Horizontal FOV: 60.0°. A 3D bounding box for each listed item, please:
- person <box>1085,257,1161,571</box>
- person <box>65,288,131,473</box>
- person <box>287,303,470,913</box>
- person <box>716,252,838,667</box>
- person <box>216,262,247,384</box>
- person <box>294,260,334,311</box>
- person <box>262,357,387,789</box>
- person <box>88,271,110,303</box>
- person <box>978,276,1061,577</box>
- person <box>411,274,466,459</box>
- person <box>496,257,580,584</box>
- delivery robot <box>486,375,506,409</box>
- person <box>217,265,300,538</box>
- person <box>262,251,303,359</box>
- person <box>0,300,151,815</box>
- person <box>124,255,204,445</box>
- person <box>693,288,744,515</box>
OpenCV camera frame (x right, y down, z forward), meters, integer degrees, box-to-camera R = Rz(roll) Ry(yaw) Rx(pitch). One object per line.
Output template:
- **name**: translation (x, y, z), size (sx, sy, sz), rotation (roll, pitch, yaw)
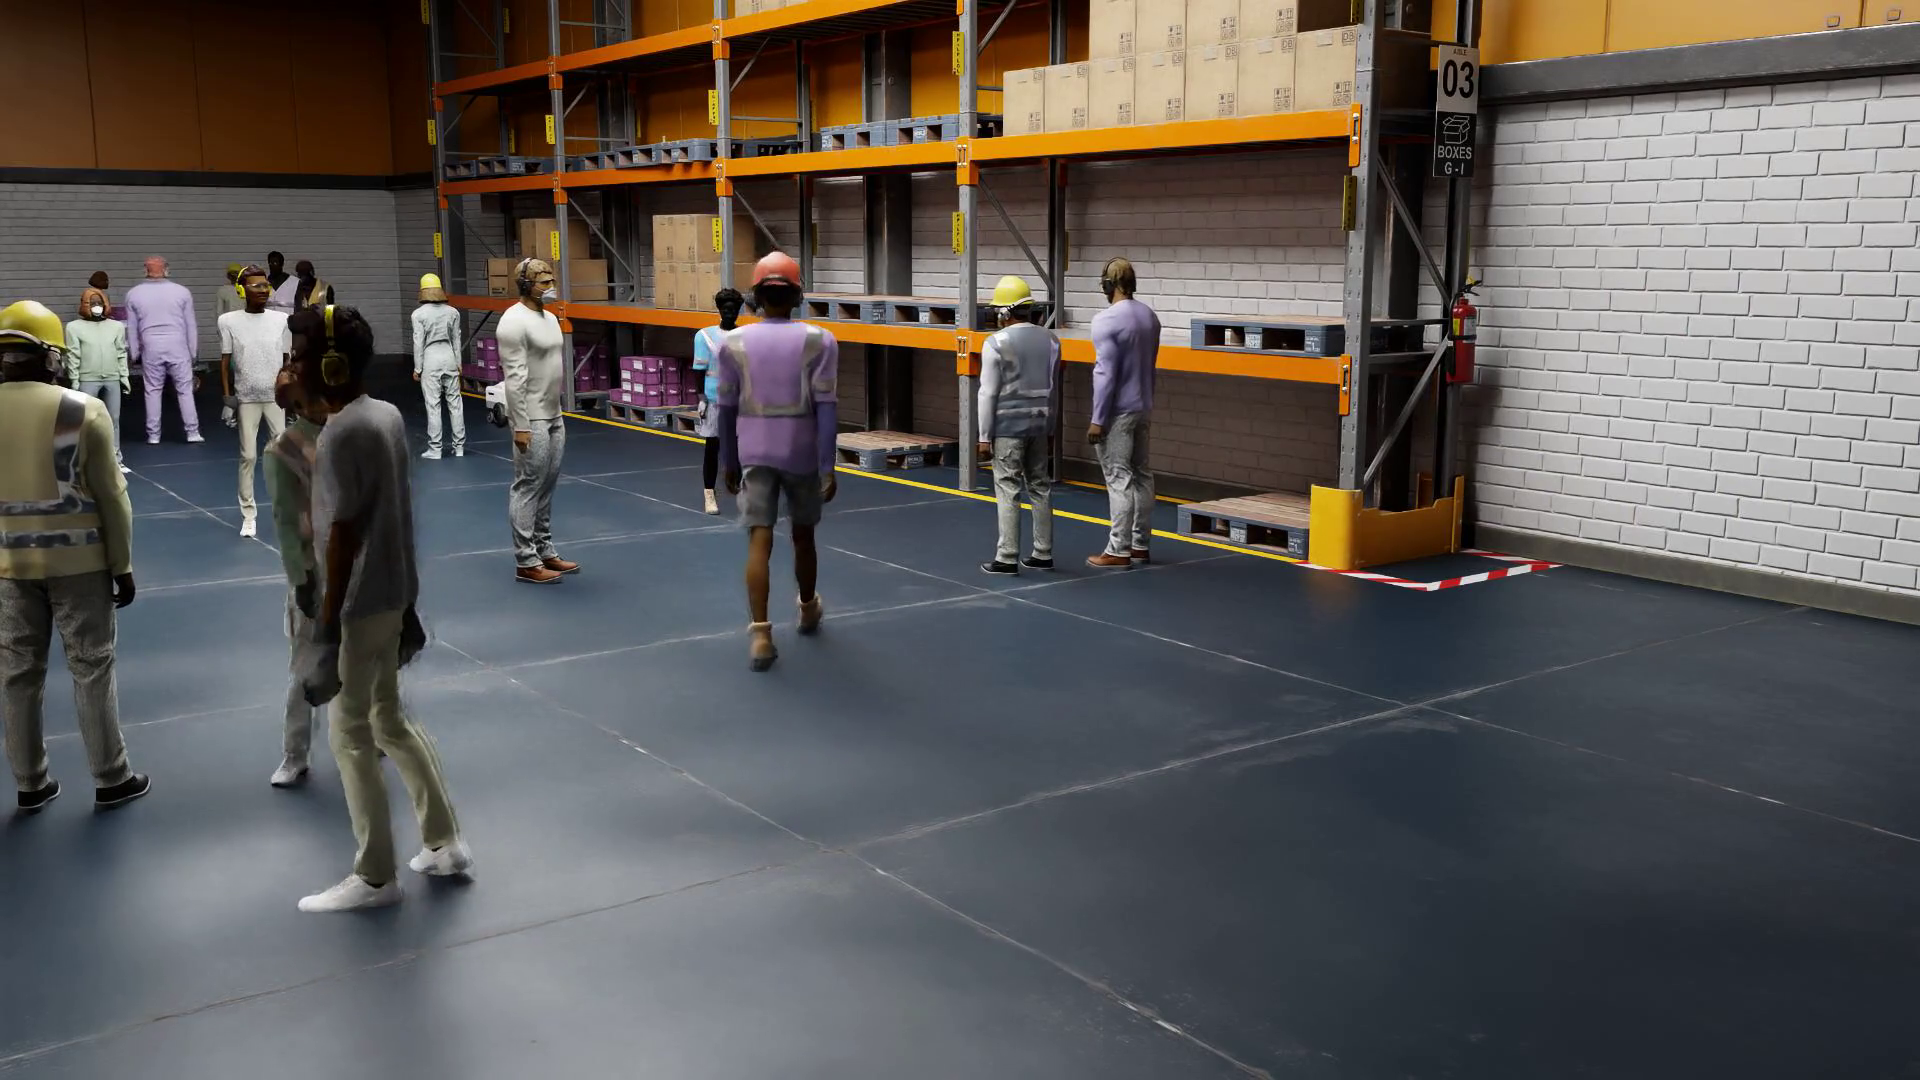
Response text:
- **person**: translation (1.003, -0.773, 10.324), size (0.376, 1.934, 0.629), rotation (8, 13, 38)
- **person**: translation (-7.519, -1.378, 14.546), size (0.280, 1.632, 0.501), rotation (9, 14, 41)
- **person**: translation (-1.781, 0.220, 5.058), size (0.450, 1.845, 0.630), rotation (0, 10, 2)
- **person**: translation (-0.900, -0.423, 8.250), size (0.615, 1.976, 1.088), rotation (0, 10, 0)
- **person**: translation (-10.170, -3.021, 23.419), size (0.525, 1.758, 0.511), rotation (-6, 12, -29)
- **person**: translation (-8.576, -2.795, 22.026), size (0.662, 1.810, 0.727), rotation (-3, 10, -15)
- **person**: translation (-2.370, 0.106, 6.307), size (0.325, 1.613, 0.607), rotation (4, 11, 21)
- **person**: translation (-12.318, -3.036, 23.861), size (0.510, 1.624, 0.280), rotation (7, 12, 35)
- **person**: translation (0.347, -0.686, 10.153), size (0.590, 1.826, 0.404), rotation (-8, 13, -36)
- **person**: translation (-4.941, -1.636, 15.711), size (0.483, 1.735, 0.311), rotation (-10, 14, -43)
- **person**: translation (-2.530, -0.713, 9.969), size (0.359, 1.938, 0.635), rotation (1, 10, 8)
- **delivery robot**: translation (-5.025, -1.600, 18.553), size (0.477, 0.478, 0.707), rotation (-7, 12, -34)
- **person**: translation (-4.845, -0.959, 11.531), size (0.530, 1.875, 0.323), rotation (-6, 12, -32)
- **person**: translation (-8.838, -2.795, 21.689), size (0.594, 1.917, 0.373), rotation (0, 10, 0)
- **person**: translation (-3.218, 0.073, 5.889), size (0.586, 1.824, 0.403), rotation (-1, 10, -7)
- **person**: translation (-8.015, -1.908, 16.774), size (0.646, 1.906, 0.406), rotation (-3, 11, -19)
- **person**: translation (-1.737, -1.037, 12.474), size (0.530, 1.692, 0.321), rotation (-5, 11, -27)
